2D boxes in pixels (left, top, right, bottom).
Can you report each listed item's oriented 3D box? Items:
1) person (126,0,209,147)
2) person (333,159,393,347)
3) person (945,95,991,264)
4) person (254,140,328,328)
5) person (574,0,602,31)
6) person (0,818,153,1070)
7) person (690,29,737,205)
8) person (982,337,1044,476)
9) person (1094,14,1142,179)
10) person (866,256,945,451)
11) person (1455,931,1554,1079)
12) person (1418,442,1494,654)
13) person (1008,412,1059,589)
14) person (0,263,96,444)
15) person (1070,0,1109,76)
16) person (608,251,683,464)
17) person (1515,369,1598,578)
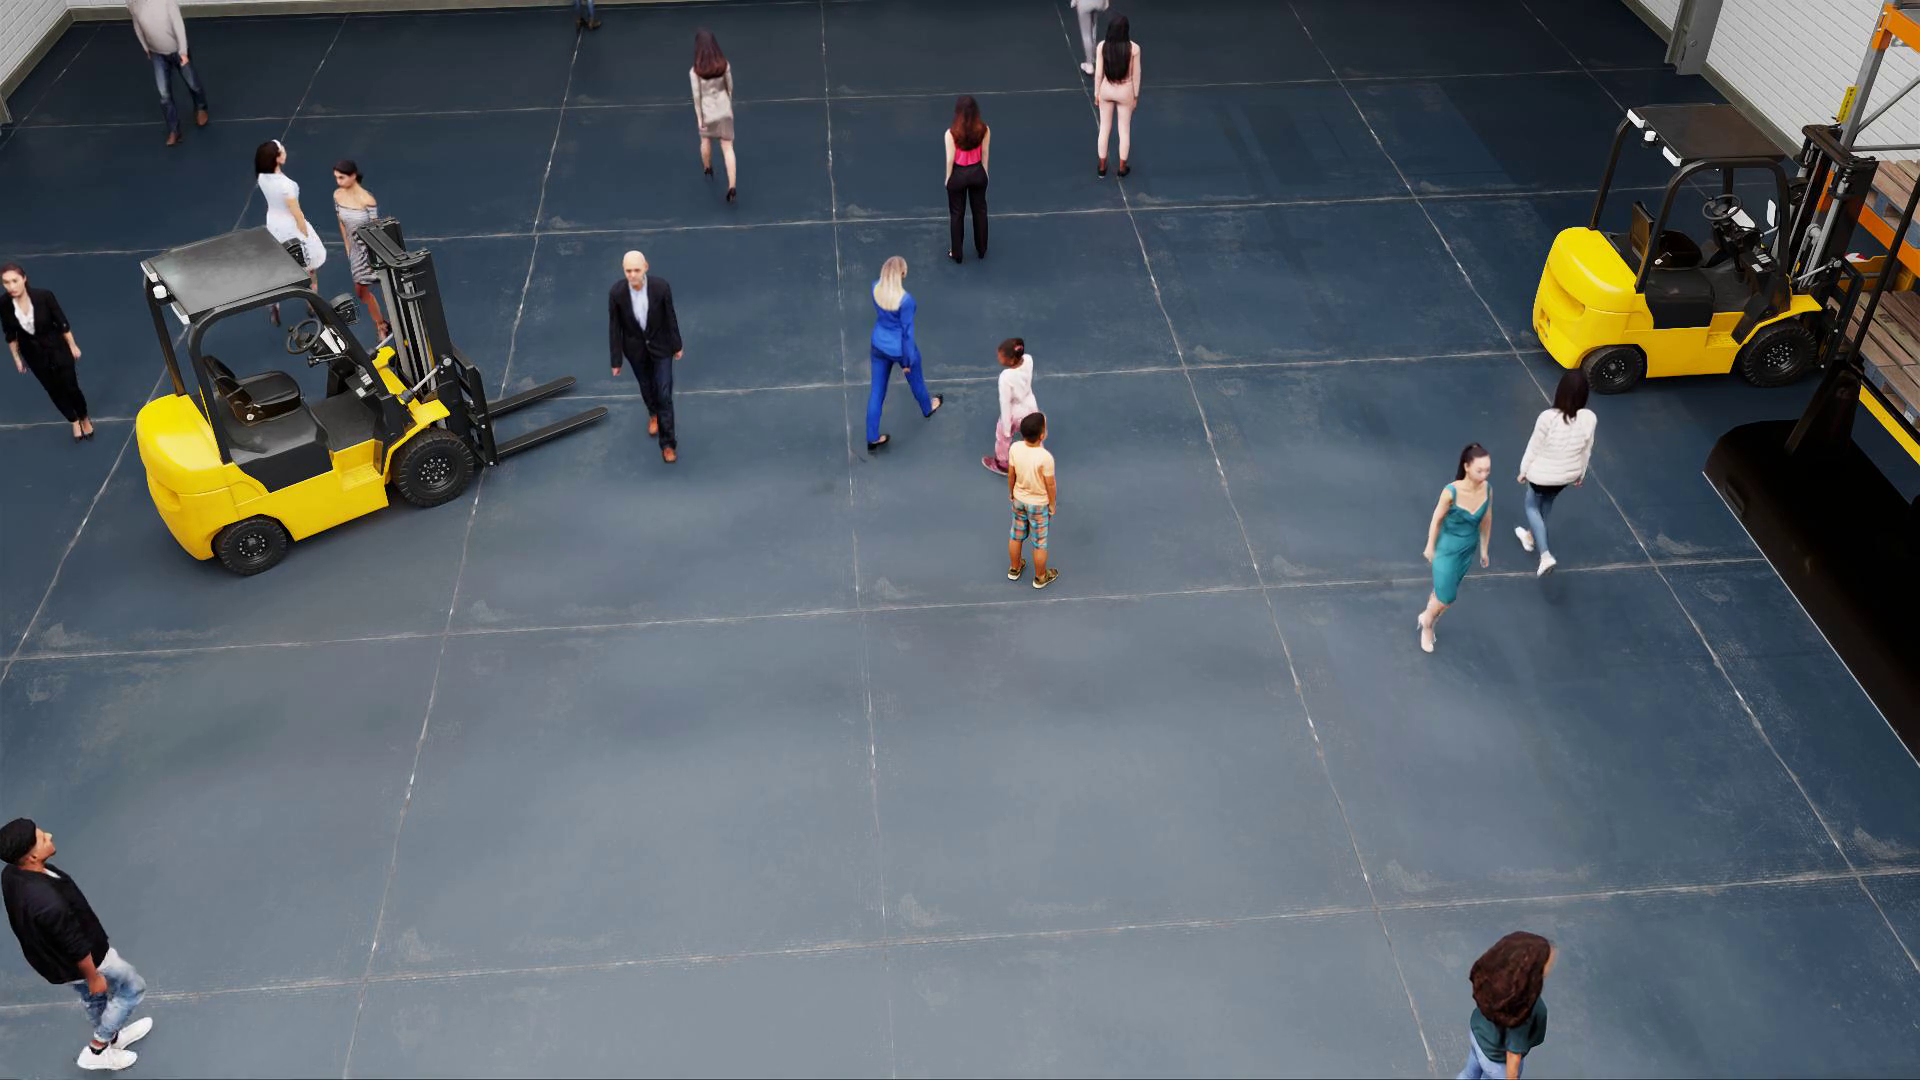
[{"bbox_3d":[-8.453,-5.265,17.863,0.718,1.858,1.173,-4,39,-5],"label":"person"},{"bbox_3d":[-5.076,-2.515,14.452,0.718,1.816,0.740,6,39,8],"label":"person"},{"bbox_3d":[0.066,-3.414,15.704,0.621,1.660,0.577,-11,40,-14],"label":"person"},{"bbox_3d":[-5.934,-2.610,14.592,0.952,1.792,1.076,18,42,21],"label":"person"},{"bbox_3d":[-4.645,-6.899,20.345,0.594,1.313,0.603,11,40,13],"label":"person"},{"bbox_3d":[-4.667,2.169,8.602,0.837,1.799,0.901,29,47,32],"label":"person"},{"bbox_3d":[-2.416,-4.193,16.652,0.828,1.693,1.162,-15,41,-18],"label":"person"},{"bbox_3d":[0.517,-0.963,12.827,0.933,1.419,1.078,-26,45,-29],"label":"person"},{"bbox_3d":[1.603,-4.554,17.082,0.681,1.720,0.648,9,39,11],"label":"person"},{"bbox_3d":[-0.596,-1.448,13.242,1.052,1.660,1.152,24,45,27],"label":"person"},{"bbox_3d":[2.682,2.520,8.308,0.648,1.616,0.521,-4,39,-5],"label":"person"},{"bbox_3d":[3.346,0.021,11.391,0.606,1.674,0.650,-11,40,-14],"label":"person"},{"bbox_3d":[0.513,-0.291,11.952,0.602,1.461,0.637,19,43,23],"label":"person"},{"bbox_3d":[-7.313,-1.530,13.354,0.658,1.648,0.642,-9,40,-11],"label":"person"},{"bbox_3d":[1.538,-6.170,19.206,0.670,1.595,0.740,-17,42,-20],"label":"person"},{"bbox_3d":[-2.493,-1.561,13.304,0.691,1.759,1.094,-4,39,-5],"label":"person"},{"bbox_3d":[4.308,-0.459,12.035,0.641,1.619,0.940,-4,39,-6],"label":"person"}]
